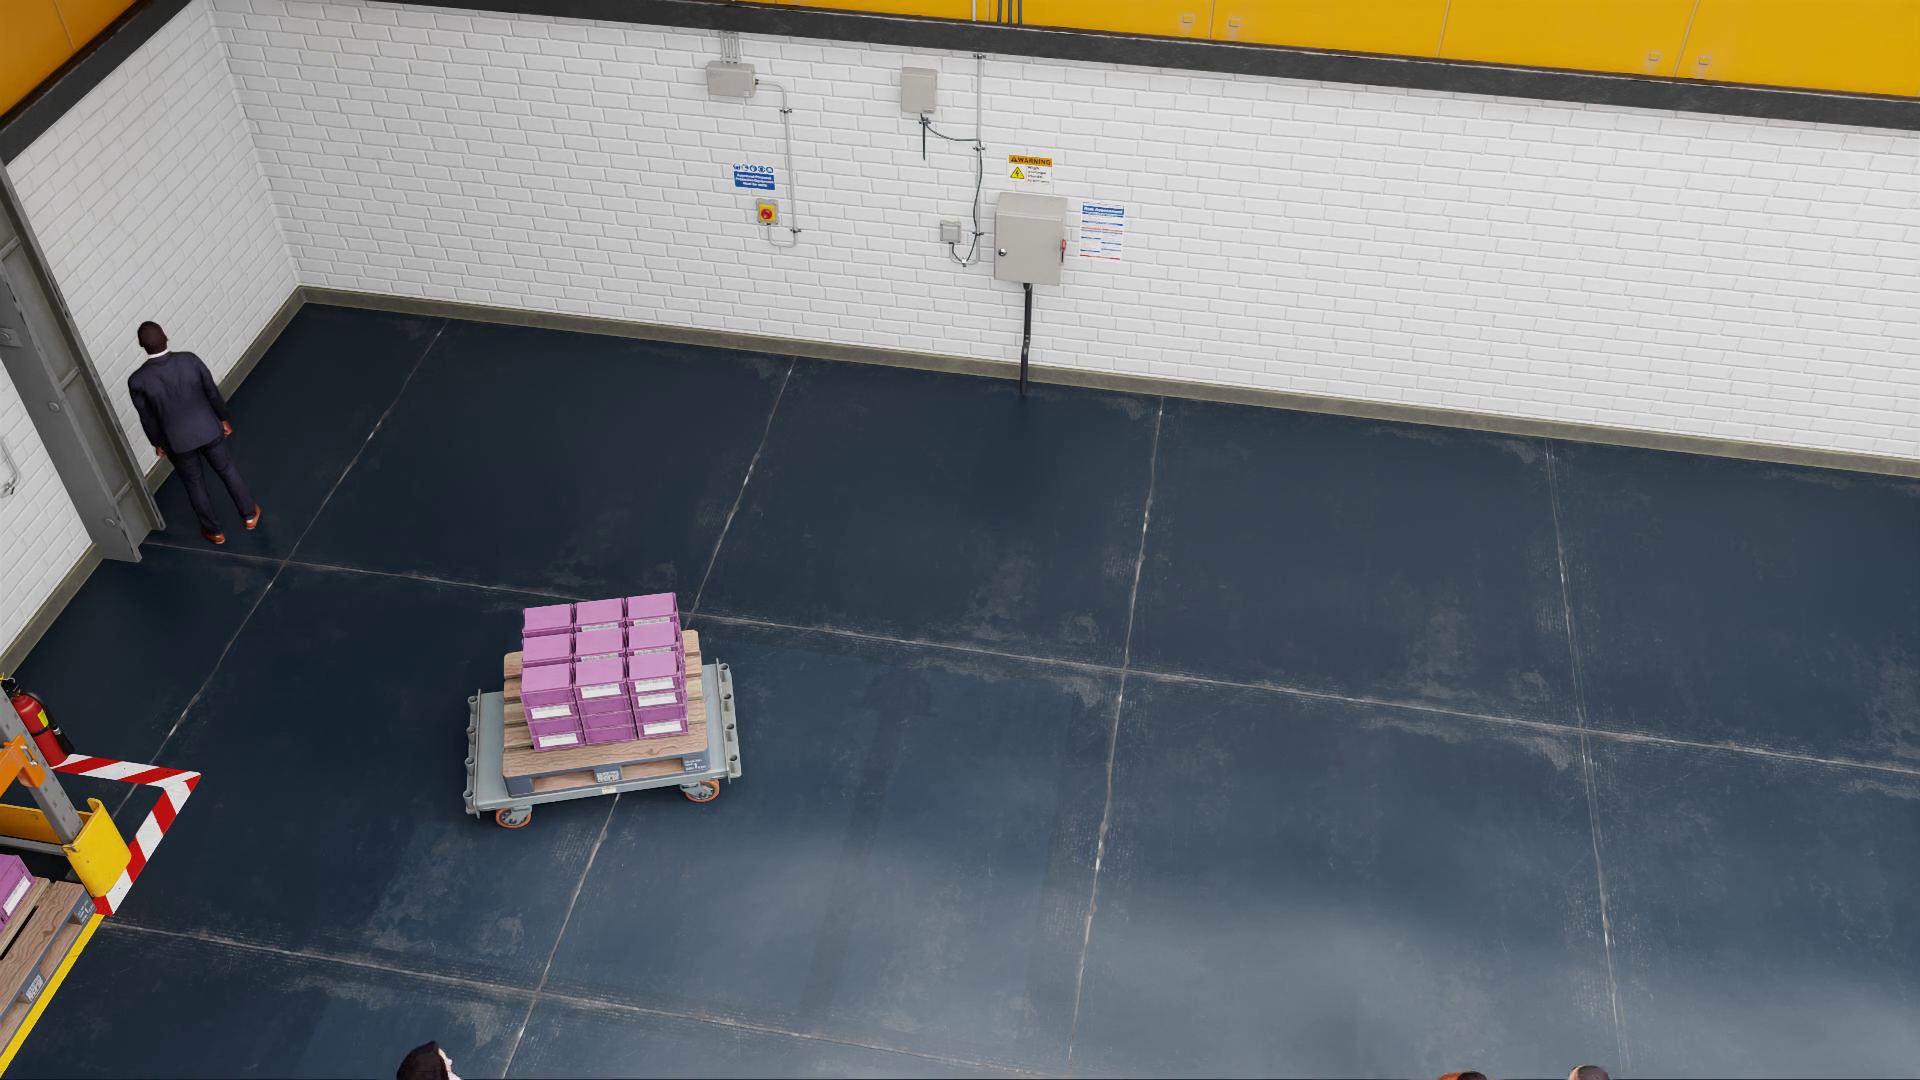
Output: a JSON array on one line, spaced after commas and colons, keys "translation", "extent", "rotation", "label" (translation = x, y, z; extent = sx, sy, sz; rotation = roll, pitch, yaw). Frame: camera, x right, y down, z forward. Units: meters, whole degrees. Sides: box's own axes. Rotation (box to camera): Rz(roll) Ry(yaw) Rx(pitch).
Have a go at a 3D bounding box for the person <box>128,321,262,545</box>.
[{"translation": [-5.305, -0.739, 11.474], "extent": [0.776, 1.824, 0.833], "rotation": [-25, 49, -24], "label": "person"}]
